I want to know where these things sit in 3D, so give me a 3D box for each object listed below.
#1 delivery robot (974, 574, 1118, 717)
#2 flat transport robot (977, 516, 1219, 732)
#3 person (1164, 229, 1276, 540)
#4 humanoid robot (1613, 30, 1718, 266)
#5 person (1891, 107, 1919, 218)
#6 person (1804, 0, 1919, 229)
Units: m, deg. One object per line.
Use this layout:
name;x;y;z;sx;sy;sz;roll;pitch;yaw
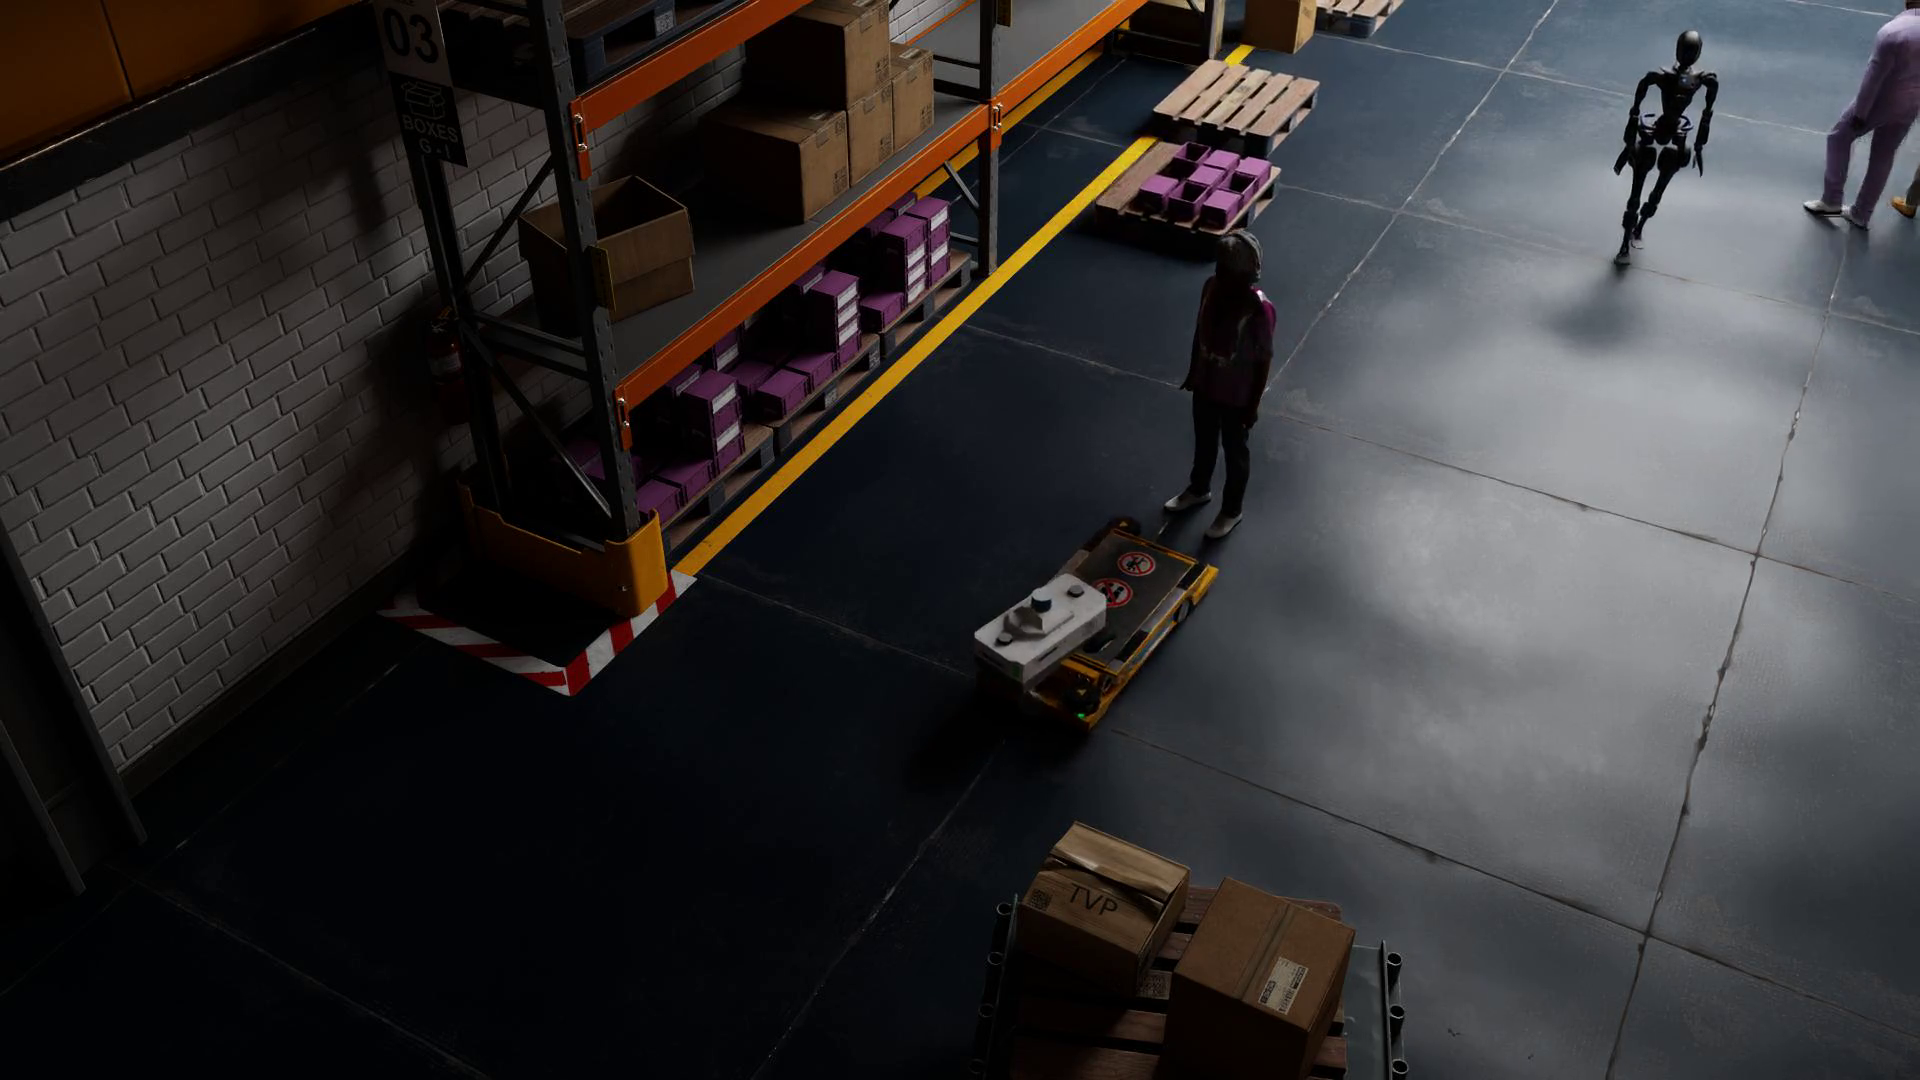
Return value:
delivery robot;0.430;0.492;8.375;0.765;0.594;0.521;-32;48;-33
flat transport robot;0.748;0.405;8.713;0.659;0.231;1.431;22;44;25
person;1.429;-0.839;9.004;0.317;1.846;0.526;-26;45;-29
humanoid robot;4.873;-2.691;11.473;0.589;1.636;0.671;4;39;4
person;7.227;-3.212;11.935;0.587;1.893;0.369;4;39;4
person;6.578;-3.159;11.886;0.636;1.877;0.574;-9;39;-11
